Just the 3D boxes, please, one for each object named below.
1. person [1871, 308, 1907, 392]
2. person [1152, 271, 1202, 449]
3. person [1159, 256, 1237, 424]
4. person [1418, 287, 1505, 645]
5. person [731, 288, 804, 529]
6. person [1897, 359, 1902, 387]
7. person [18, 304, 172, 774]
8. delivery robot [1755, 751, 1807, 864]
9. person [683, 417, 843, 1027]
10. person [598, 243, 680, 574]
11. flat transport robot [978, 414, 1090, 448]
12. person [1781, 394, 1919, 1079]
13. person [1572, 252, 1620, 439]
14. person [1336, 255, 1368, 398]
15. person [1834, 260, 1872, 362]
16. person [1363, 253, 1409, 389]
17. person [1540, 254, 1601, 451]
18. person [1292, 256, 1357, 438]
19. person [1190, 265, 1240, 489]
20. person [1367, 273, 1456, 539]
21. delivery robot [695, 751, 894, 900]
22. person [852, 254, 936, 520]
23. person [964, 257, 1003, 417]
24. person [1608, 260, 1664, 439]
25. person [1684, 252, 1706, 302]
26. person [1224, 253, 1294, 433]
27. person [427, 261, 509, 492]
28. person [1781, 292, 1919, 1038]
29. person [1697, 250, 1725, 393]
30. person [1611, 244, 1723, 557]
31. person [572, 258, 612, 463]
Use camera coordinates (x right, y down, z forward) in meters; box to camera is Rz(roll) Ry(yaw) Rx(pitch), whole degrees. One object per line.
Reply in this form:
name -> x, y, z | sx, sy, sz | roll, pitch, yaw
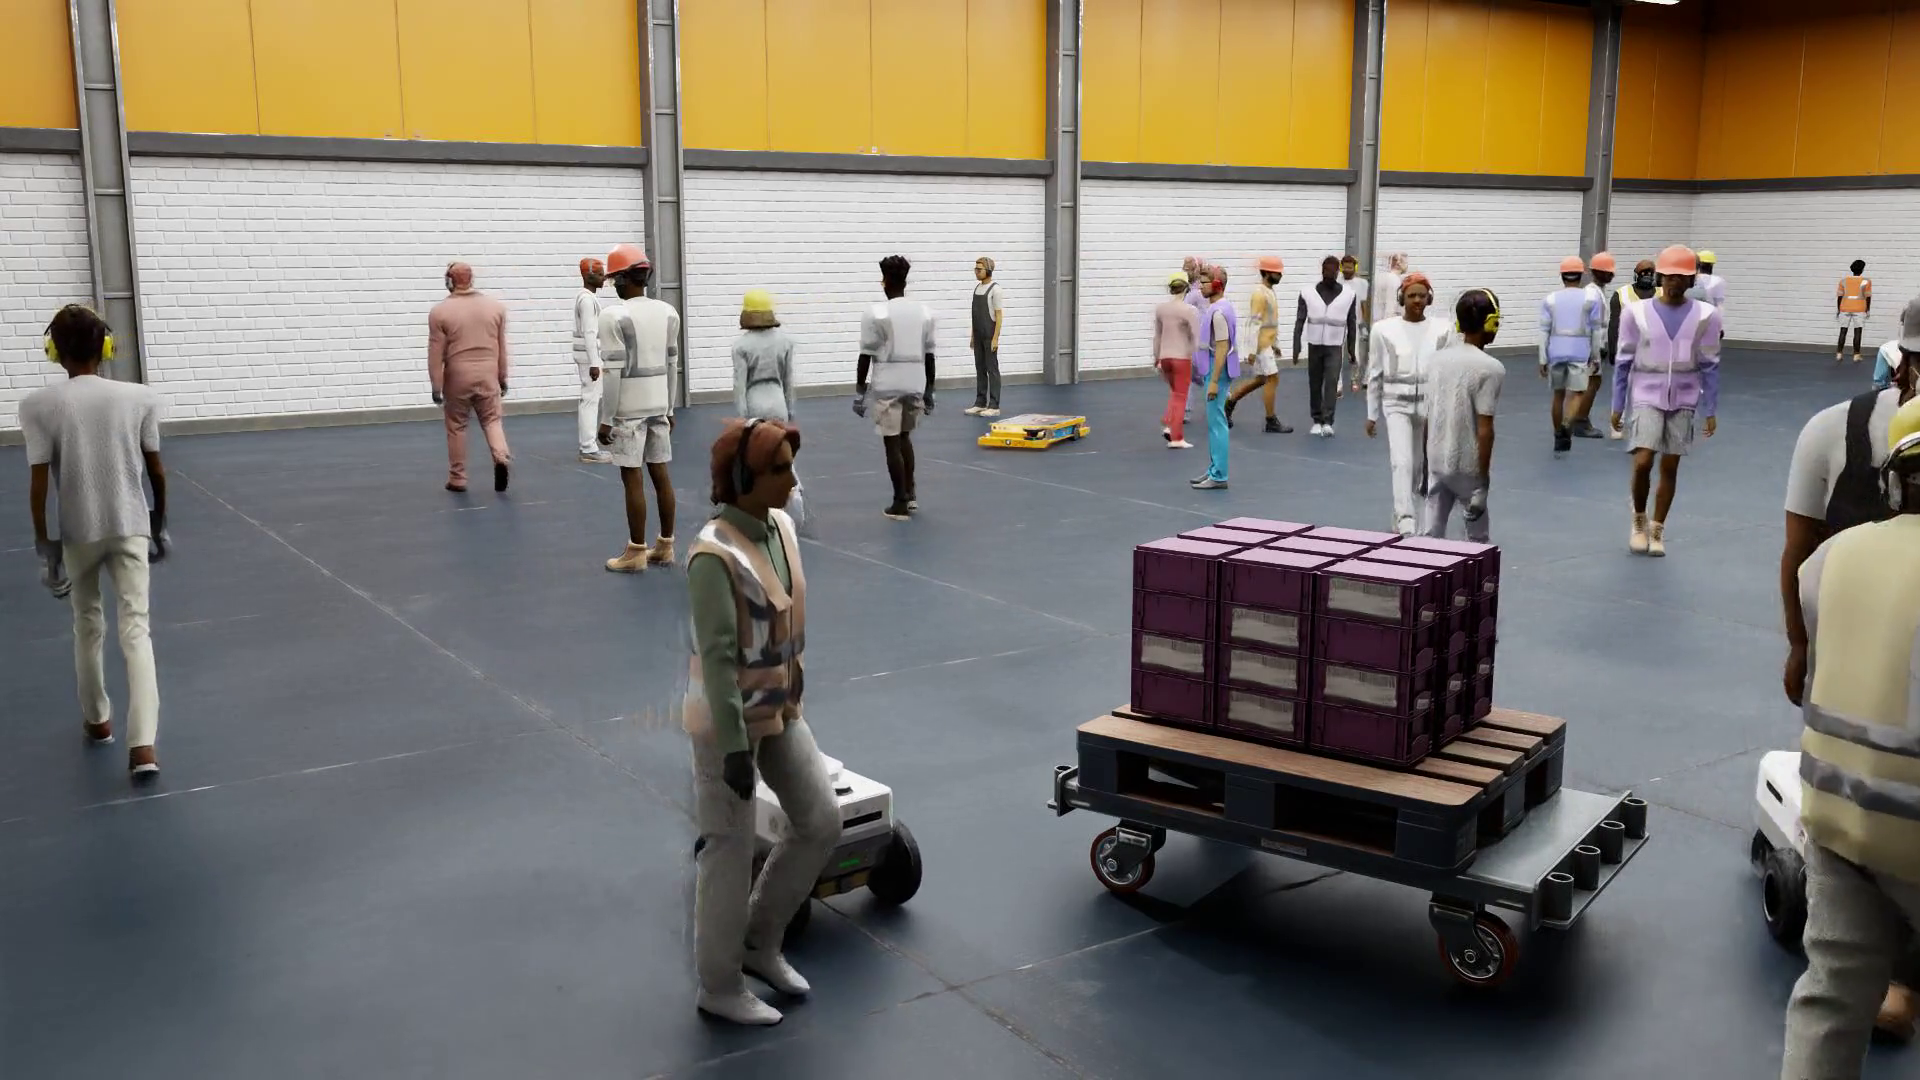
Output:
person -> 6.579, -0.826, 11.503 | 0.541, 1.627, 0.375 | 7, 13, 34
person -> 2.149, -1.770, 16.392 | 0.419, 1.737, 0.588 | -9, 14, -40
person -> 2.664, -2.208, 18.434 | 0.814, 1.874, 0.648 | 0, 10, 1
person -> 2.392, -0.321, 8.207 | 0.812, 1.840, 0.518 | -7, 13, -34
person -> -1.368, -0.916, 11.771 | 0.489, 1.718, 0.706 | -5, 12, -27
person -> 5.663, -0.530, 9.574 | 0.550, 1.740, 0.553 | 10, 14, 44
person -> -3.371, -0.004, 6.547 | 0.502, 1.813, 0.987 | -6, 12, -29
delivery robot -> 2.687, 0.844, 5.061 | 0.477, 0.478, 0.707 | 2, 11, 12
person -> -0.532, 0.489, 4.343 | 0.412, 1.622, 0.546 | 3, 11, 18
person -> -2.009, -0.808, 10.310 | 0.380, 2.039, 0.607 | 7, 13, 35
flat transport robot -> 0.767, -1.115, 16.839 | 0.652, 0.197, 1.431 | 5, 11, 24
person -> 2.014, 0.584, 3.388 | 0.827, 1.782, 0.617 | -3, 11, -15
person -> 6.602, -2.015, 17.309 | 0.410, 1.923, 0.580 | 5, 12, 26
person -> 4.999, -2.752, 21.472 | 0.553, 1.850, 0.473 | 5, 11, 23
person -> 14.910, -3.819, 27.780 | 0.374, 1.694, 0.569 | -10, 14, -44
person -> 5.981, -2.967, 22.634 | 0.980, 1.851, 0.674 | 2, 10, 9
person -> 5.836, -1.775, 15.971 | 0.569, 1.910, 0.731 | 6, 12, 29
person -> 3.771, -1.987, 17.235 | 0.632, 1.859, 1.000 | 3, 11, 15
person -> 2.120, -1.338, 13.749 | 0.384, 1.842, 0.570 | 1, 10, 6
person -> 3.069, -0.897, 11.335 | 0.584, 1.847, 0.942 | 0, 10, 2
delivery robot -> -0.530, 0.817, 5.211 | 0.477, 0.478, 0.707 | -9, 13, -39
person -> -0.507, -1.126, 12.317 | 0.608, 1.947, 0.586 | -7, 13, -35
person -> 0.290, -2.352, 19.305 | 0.345, 1.846, 0.506 | -7, 13, -35
person -> 6.976, -1.945, 17.083 | 0.627, 1.844, 0.429 | 1, 10, 6
person -> 7.252, -1.921, 16.686 | 0.372, 1.940, 0.631 | 4, 11, 19
person -> 3.148, -2.094, 17.730 | 0.815, 1.911, 0.542 | 3, 11, 18
person -> -3.961, -1.304, 13.433 | 0.682, 1.887, 0.727 | -7, 12, -34
person -> 2.643, 0.232, 4.602 | 0.679, 2.000, 1.046 | 8, 13, 38
person -> 9.706, -2.849, 21.856 | 0.585, 1.909, 0.603 | -7, 13, -35
person -> 4.560, -0.881, 10.738 | 0.627, 2.024, 0.502 | 3, 11, 15
person -> -3.411, -1.658, 15.387 | 0.337, 1.882, 0.585 | -3, 11, -15
